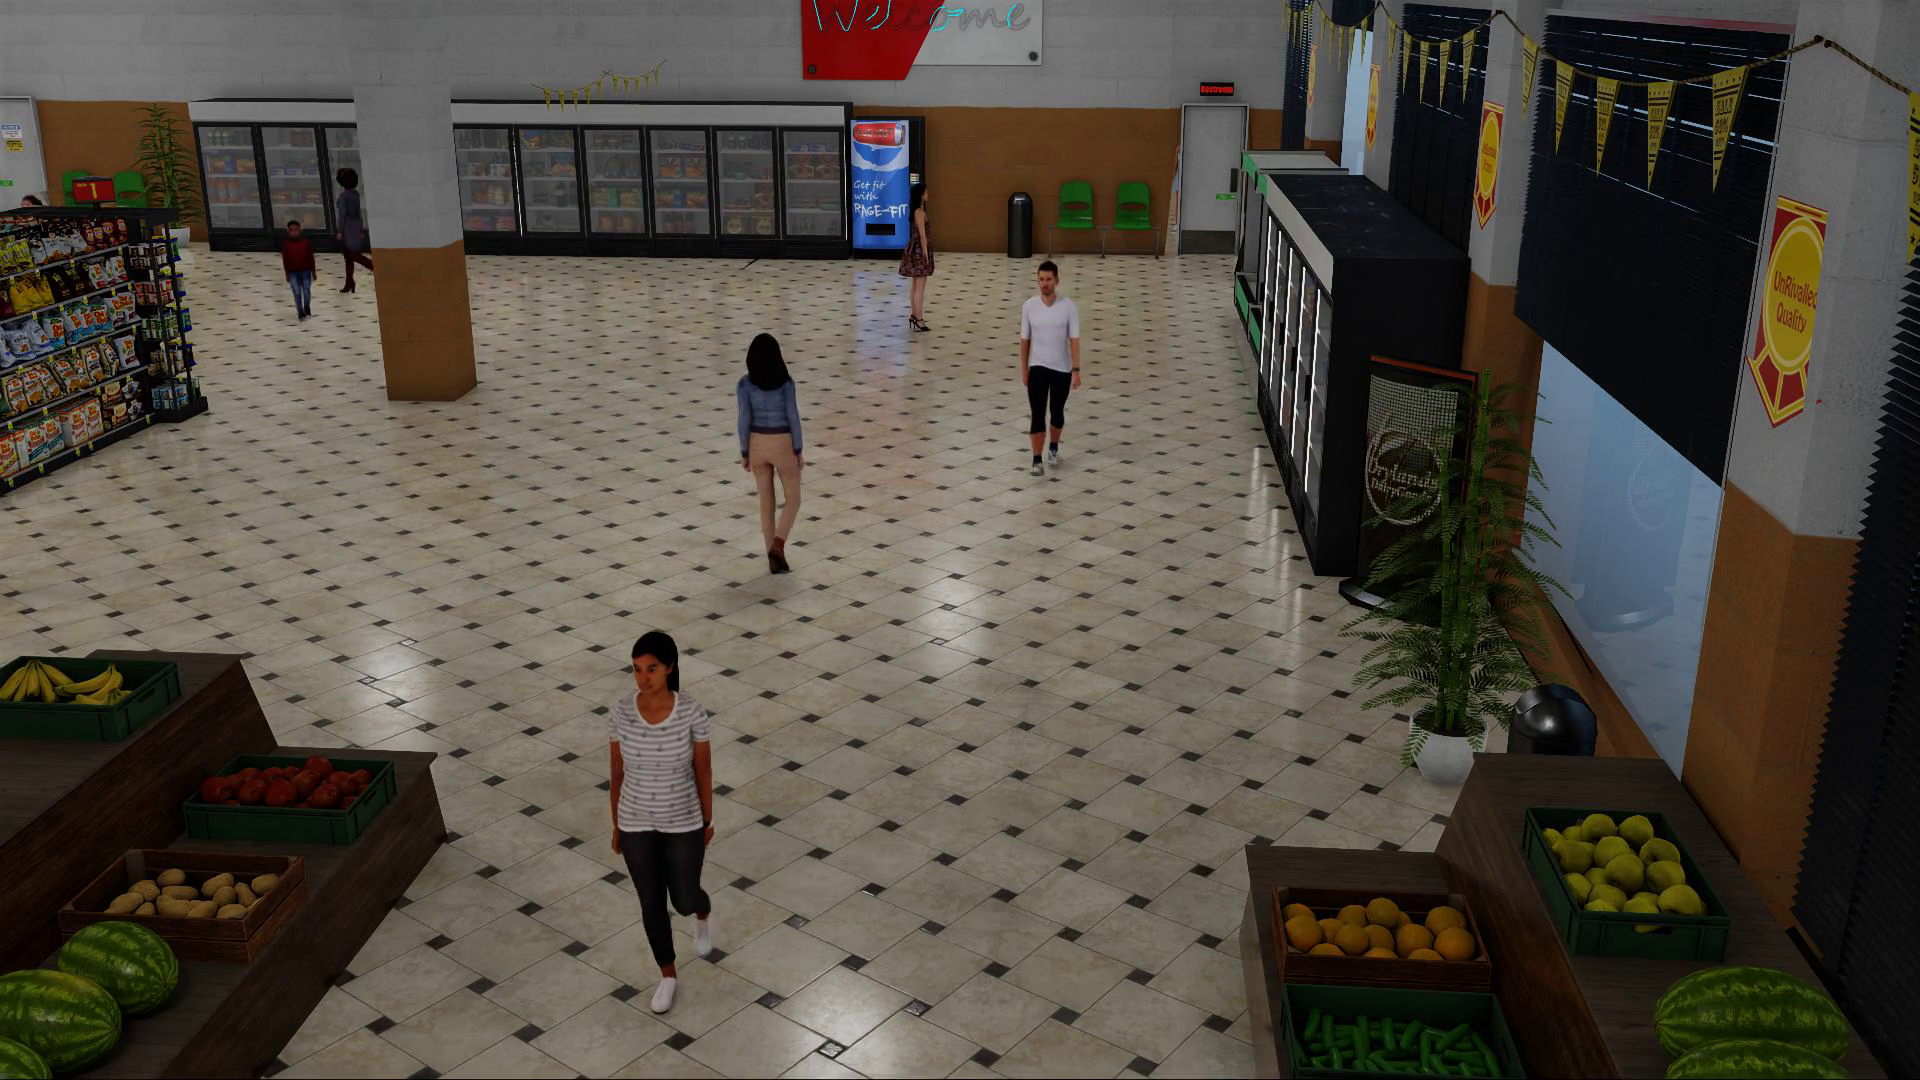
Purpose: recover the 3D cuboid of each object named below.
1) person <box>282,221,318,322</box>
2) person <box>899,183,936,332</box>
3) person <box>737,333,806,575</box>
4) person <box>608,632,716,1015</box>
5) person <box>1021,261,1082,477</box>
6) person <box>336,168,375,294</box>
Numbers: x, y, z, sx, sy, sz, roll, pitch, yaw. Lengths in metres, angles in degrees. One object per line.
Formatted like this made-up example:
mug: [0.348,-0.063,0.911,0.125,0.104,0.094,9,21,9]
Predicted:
person: [-8.283,-3.367,20.866,0.770,1.221,0.937,-8,20,-23]
person: [-0.482,-3.442,20.225,0.813,1.773,0.713,-4,19,-13]
person: [-1.336,-0.570,11.716,0.619,1.768,0.800,2,19,7]
person: [-1.214,1.131,6.880,0.569,1.634,0.748,2,19,6]
person: [0.792,-1.476,14.337,0.700,1.809,1.157,2,19,6]
person: [-8.104,-4.116,22.365,0.644,1.683,0.986,2,19,6]
